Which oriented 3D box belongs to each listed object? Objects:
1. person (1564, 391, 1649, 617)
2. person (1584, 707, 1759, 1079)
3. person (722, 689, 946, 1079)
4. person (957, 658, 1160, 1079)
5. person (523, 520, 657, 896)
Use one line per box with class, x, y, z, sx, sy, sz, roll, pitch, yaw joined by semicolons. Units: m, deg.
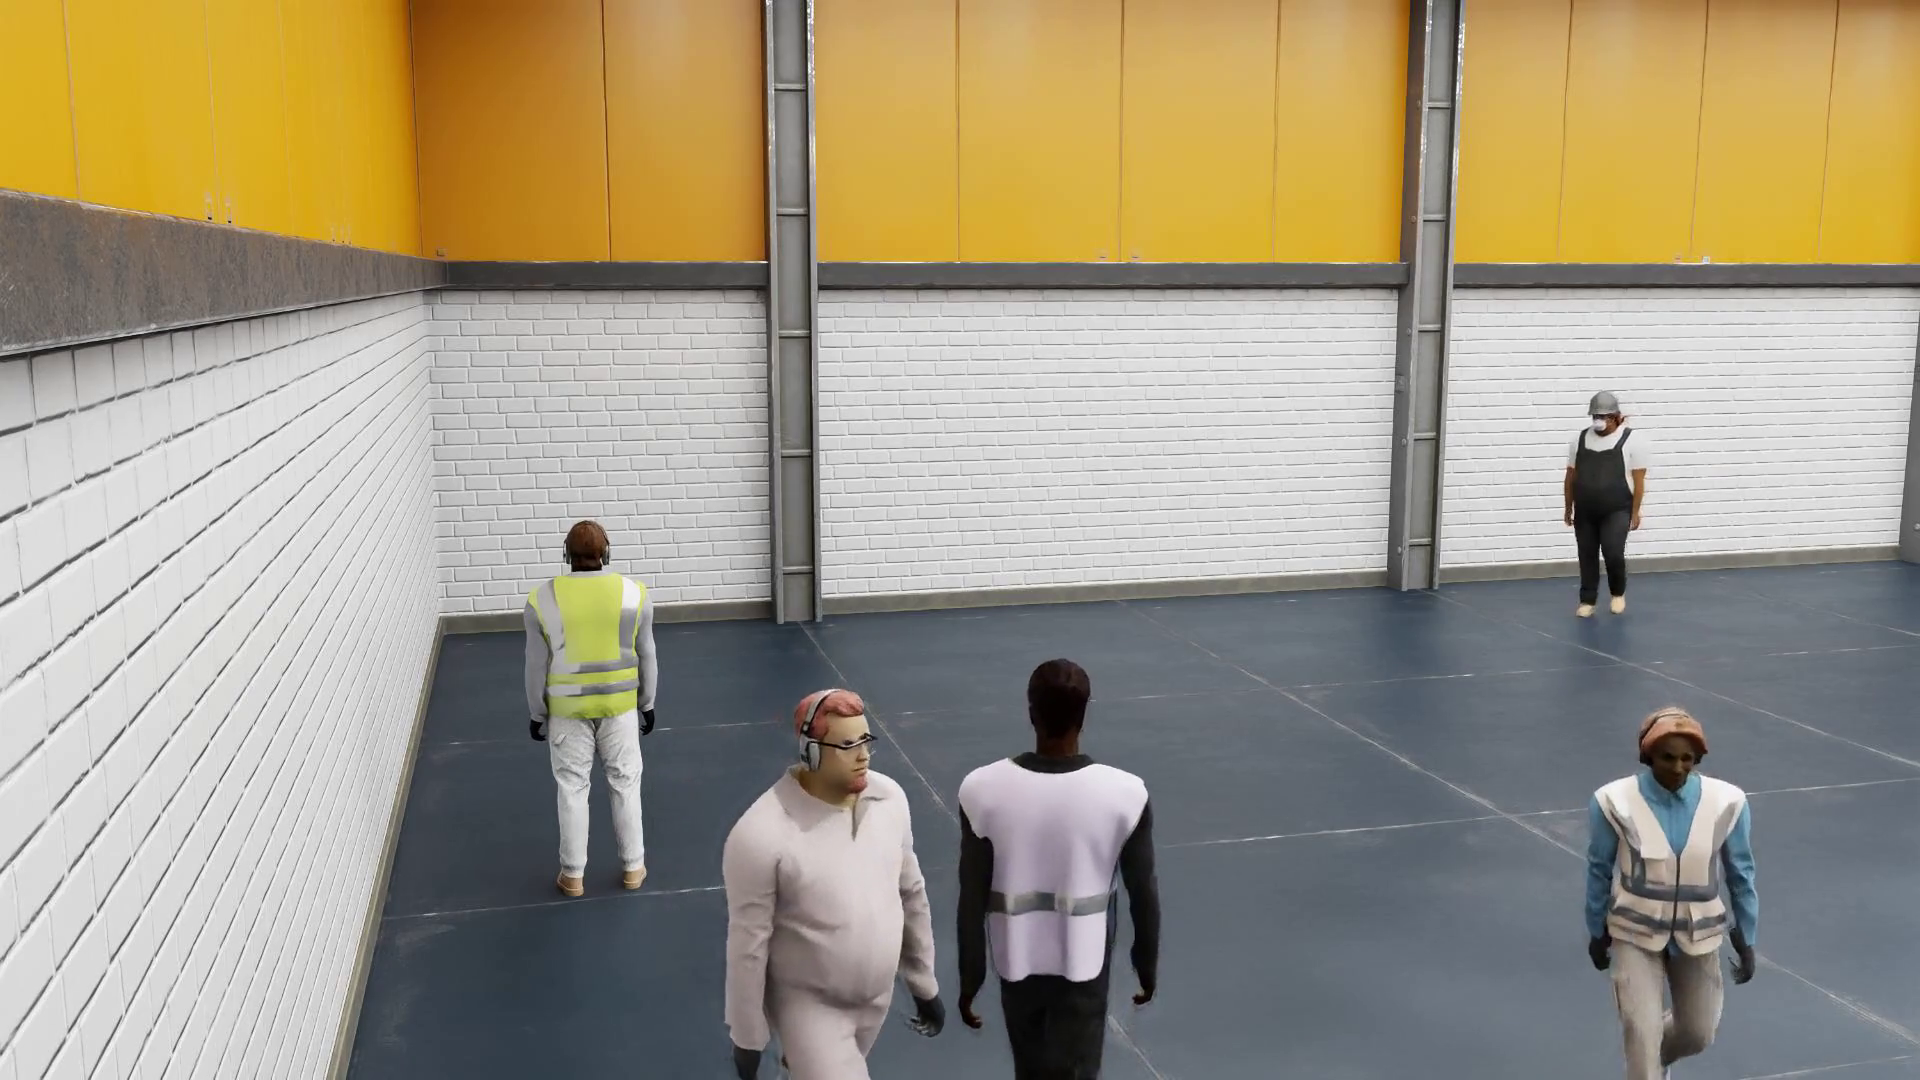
person;5.610;-0.314;14.581;0.693;2.000;0.538;8;12;41
person;2.386;1.322;5.670;0.545;1.617;0.646;2;9;10
person;-0.372;1.333;4.890;1.009;1.860;0.653;7;12;39
person;0.310;1.287;5.155;0.612;1.864;1.025;1;9;8
person;-1.801;0.817;8.144;0.634;1.841;0.429;-3;10;-18
